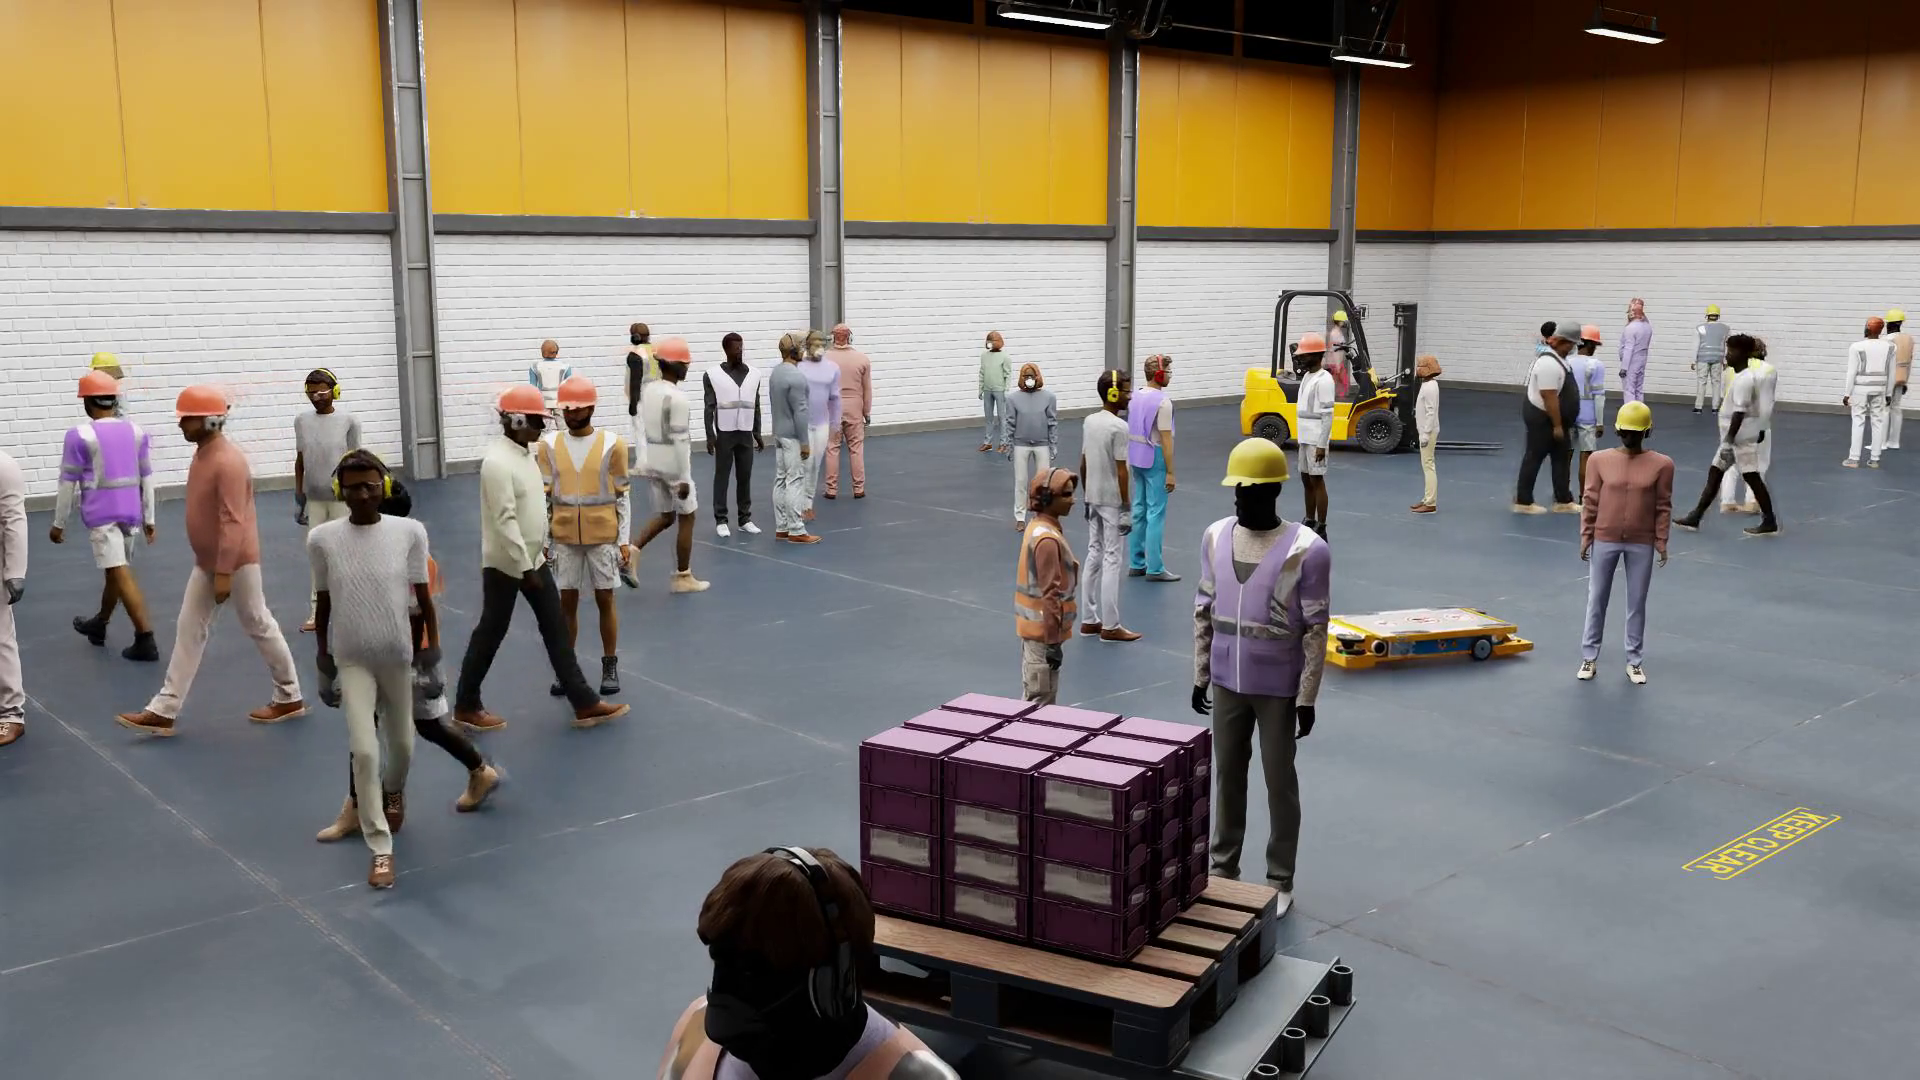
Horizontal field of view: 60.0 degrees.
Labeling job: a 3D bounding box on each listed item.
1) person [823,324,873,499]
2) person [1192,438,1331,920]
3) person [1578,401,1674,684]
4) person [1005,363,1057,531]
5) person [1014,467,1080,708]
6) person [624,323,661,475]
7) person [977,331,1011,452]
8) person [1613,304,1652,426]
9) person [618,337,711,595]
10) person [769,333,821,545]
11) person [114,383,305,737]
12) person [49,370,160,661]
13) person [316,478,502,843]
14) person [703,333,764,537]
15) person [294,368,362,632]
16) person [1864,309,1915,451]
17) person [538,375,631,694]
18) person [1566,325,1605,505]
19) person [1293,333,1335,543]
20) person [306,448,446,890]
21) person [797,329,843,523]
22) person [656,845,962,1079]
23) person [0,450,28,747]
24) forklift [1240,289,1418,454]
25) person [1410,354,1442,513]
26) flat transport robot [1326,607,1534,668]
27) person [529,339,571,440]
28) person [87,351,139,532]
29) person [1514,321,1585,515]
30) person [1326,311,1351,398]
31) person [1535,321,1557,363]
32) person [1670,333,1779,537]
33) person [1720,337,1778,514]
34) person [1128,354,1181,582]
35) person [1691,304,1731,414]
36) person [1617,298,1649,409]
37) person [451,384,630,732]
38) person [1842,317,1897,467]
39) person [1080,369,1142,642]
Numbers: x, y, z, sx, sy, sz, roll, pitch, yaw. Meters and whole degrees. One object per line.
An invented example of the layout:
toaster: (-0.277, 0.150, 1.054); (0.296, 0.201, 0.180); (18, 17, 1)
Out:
person: (-1.273, -1.390, 18.074); (0.645, 1.908, 0.408); (-1, 10, -8)
person: (1.178, 0.550, 6.652); (0.588, 1.927, 0.371); (8, 13, 39)
person: (4.105, 0.016, 10.277); (0.524, 1.759, 0.328); (3, 10, 18)
person: (0.682, -0.889, 15.962); (0.503, 1.626, 0.283); (0, 10, 0)
person: (0.416, 0.463, 8.010); (0.311, 1.636, 0.521); (0, 10, -3)
person: (-3.833, -1.697, 20.086); (0.429, 1.839, 0.650); (3, 10, 17)
person: (0.461, -1.997, 22.423); (0.500, 1.633, 0.279); (7, 12, 34)
person: (10.379, -2.692, 25.699); (0.655, 1.905, 0.407); (-8, 13, -40)
person: (-2.302, -0.555, 12.843); (0.676, 2.021, 0.624); (-8, 13, -41)
person: (-1.534, -0.923, 15.243); (0.372, 1.940, 0.630); (-5, 11, -29)
person: (-4.131, 0.117, 9.142); (1.008, 1.937, 0.642); (-9, 14, -44)
person: (-5.649, -0.166, 10.943); (0.979, 1.882, 0.567); (5, 11, 26)
person: (-2.537, 0.518, 7.645); (0.532, 1.663, 0.822); (7, 12, 36)
person: (-2.145, -1.001, 15.756); (0.596, 1.918, 0.382); (-7, 12, -34)
person: (-4.432, -0.275, 11.670); (0.509, 1.865, 0.329); (0, 10, 2)
person: (12.653, -2.174, 22.620); (0.594, 1.921, 0.379); (-4, 10, -21)
person: (-2.258, -0.023, 9.982); (0.553, 1.934, 0.364); (0, 10, -2)
person: (6.435, -1.256, 17.224); (0.375, 1.927, 0.543); (-7, 12, -34)
person: (3.218, -0.930, 15.293); (0.365, 1.934, 0.553); (-2, 10, -10)
person: (-2.520, 0.499, 7.216); (0.530, 1.839, 0.864); (-3, 10, -20)
person: (-1.438, -1.118, 16.450); (0.644, 1.911, 0.654); (-6, 11, -30)
person: (-0.236, 1.323, 2.377); (0.621, 1.845, 0.429); (8, 13, 39)
person: (-5.357, 0.170, 8.934); (0.654, 1.906, 0.408); (1, 10, 3)
forklift: (5.034, -2.339, 22.783); (2.313, 2.155, 1.214); (3, 10, 16)
person: (4.791, -1.088, 17.097); (0.268, 1.632, 0.506); (3, 10, 15)
flat transport robot: (3.002, 0.630, 11.021); (1.431, 0.197, 0.652); (-3, 10, -19)
person: (-4.908, -1.588, 20.009); (0.523, 1.638, 0.311); (-2, 10, -13)
person: (-8.074, -0.927, 15.843); (0.312, 1.743, 0.496); (-9, 13, -42)
person: (6.041, -1.243, 16.816); (0.821, 2.000, 0.710); (5, 11, 28)
person: (6.192, -2.850, 27.056); (0.579, 1.744, 0.562); (5, 11, 25)
person: (8.500, -2.316, 24.099); (0.318, 1.699, 0.535); (-1, 10, -5)
person: (7.304, -0.988, 15.707); (0.992, 1.912, 0.623); (4, 10, 22)
person: (8.033, -1.161, 17.031); (0.537, 1.804, 0.645); (-5, 11, -28)
person: (1.551, -0.582, 13.517); (0.375, 1.843, 0.574); (-5, 11, -25)
person: (12.522, -3.012, 27.780); (0.598, 1.832, 0.404); (1, 10, 8)
person: (11.620, -3.211, 28.721); (0.408, 1.912, 0.641); (7, 12, 34)
person: (-2.395, 0.115, 9.174); (0.982, 1.940, 0.610); (2, 10, 9)
person: (11.345, -1.840, 20.764); (0.584, 1.883, 0.345); (1, 10, 4)
person: (1.021, -0.235, 11.436); (0.329, 1.865, 0.513); (-5, 11, -28)
